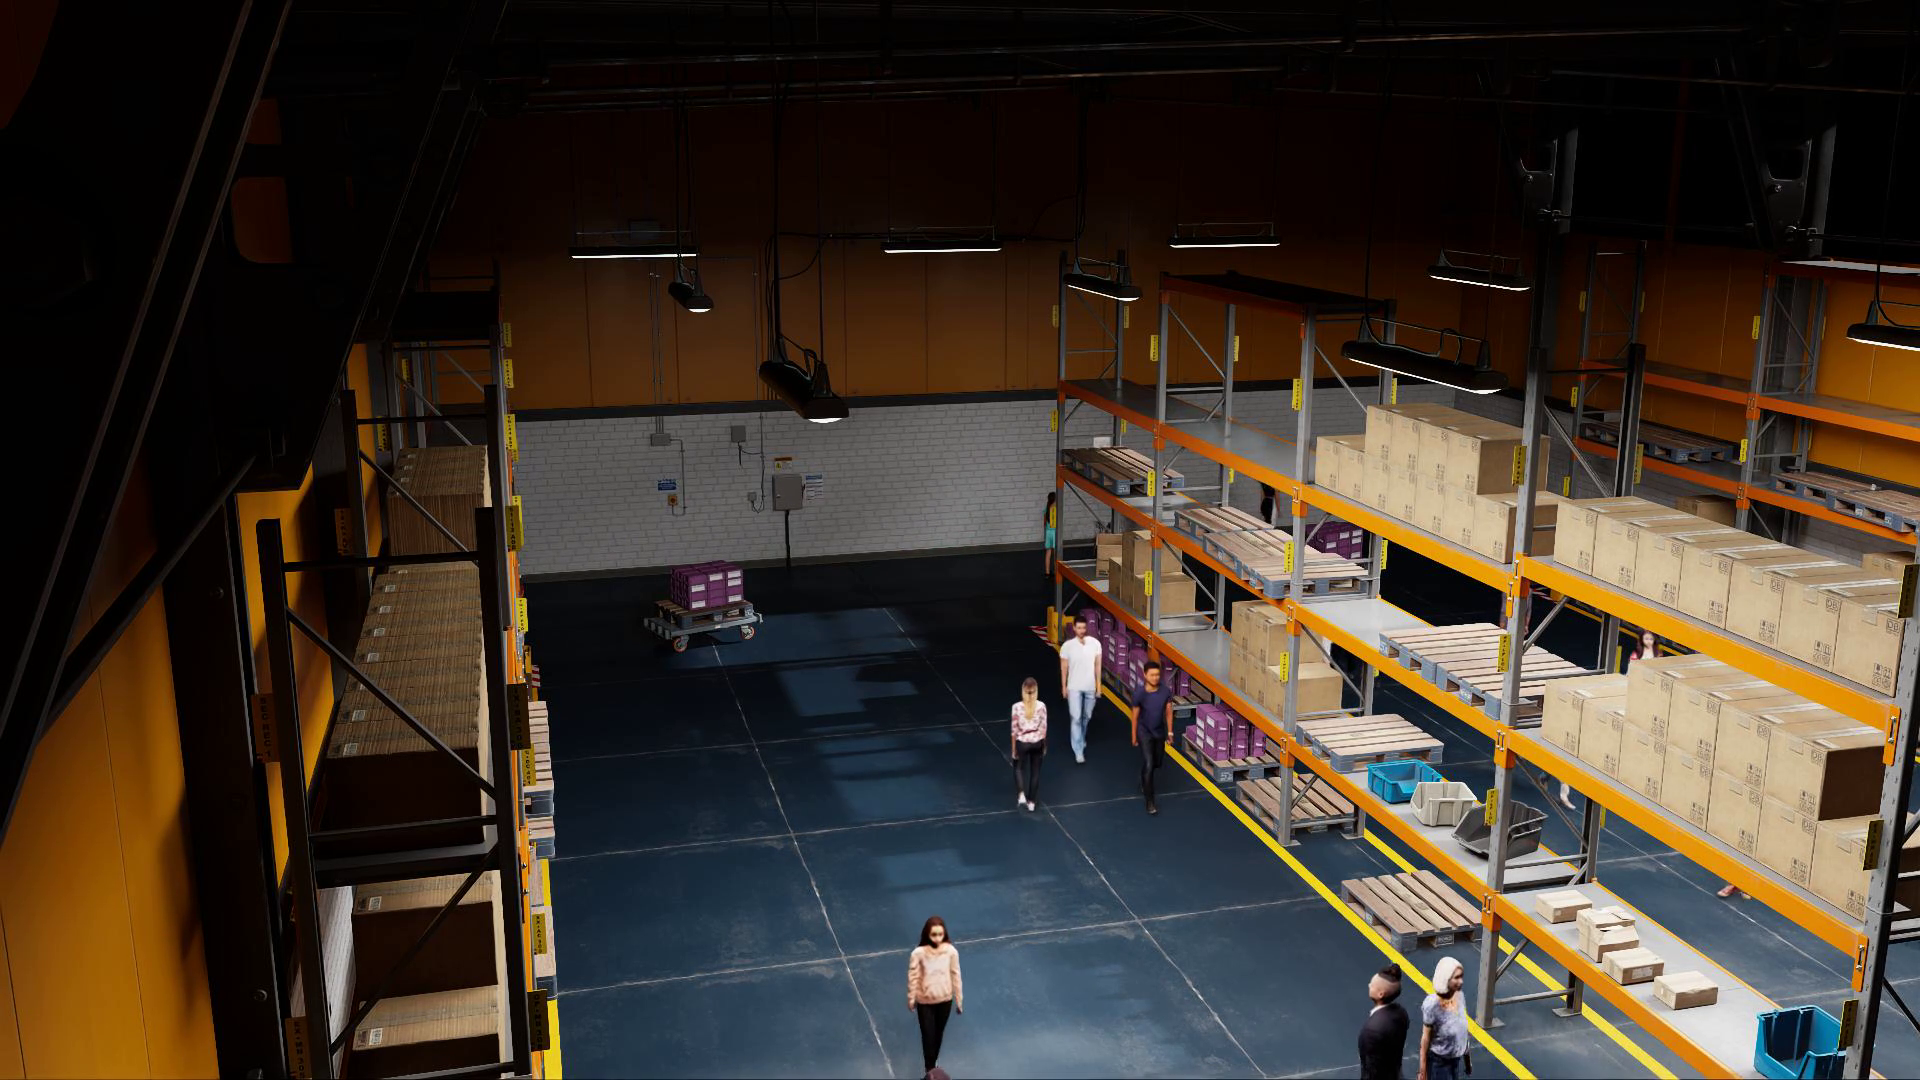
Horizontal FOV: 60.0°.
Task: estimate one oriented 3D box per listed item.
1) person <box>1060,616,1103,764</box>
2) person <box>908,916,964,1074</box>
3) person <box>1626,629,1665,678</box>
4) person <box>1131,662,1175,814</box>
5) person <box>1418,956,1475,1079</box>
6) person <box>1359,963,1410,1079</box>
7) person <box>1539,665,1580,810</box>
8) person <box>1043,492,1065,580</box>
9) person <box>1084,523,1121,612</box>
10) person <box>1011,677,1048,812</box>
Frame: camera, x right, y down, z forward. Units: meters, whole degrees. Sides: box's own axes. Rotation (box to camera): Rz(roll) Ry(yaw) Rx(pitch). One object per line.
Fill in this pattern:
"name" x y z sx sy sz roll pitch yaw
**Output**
"person" 1.522 1.830 20.986 0.723 1.824 1.151 -2 14 -10
"person" -0.227 3.768 13.738 0.581 1.467 0.715 -4 14 -15
"person" 8.708 1.893 21.230 0.776 1.586 1.011 0 14 2
"person" 2.220 2.242 19.403 0.673 1.768 1.072 -3 14 -11
"person" 3.579 3.921 12.596 0.673 1.708 0.690 -11 18 -39
"person" 3.120 3.965 11.942 1.217 1.930 1.102 9 16 34
"person" 7.030 2.260 19.435 0.643 1.717 0.789 -5 14 -20
"person" 1.647 -0.095 29.502 0.626 1.558 0.696 9 16 33
"person" 2.383 0.517 26.805 1.106 1.636 1.114 5 14 19
"person" 0.803 2.385 19.130 0.669 1.619 0.799 0 14 -1
